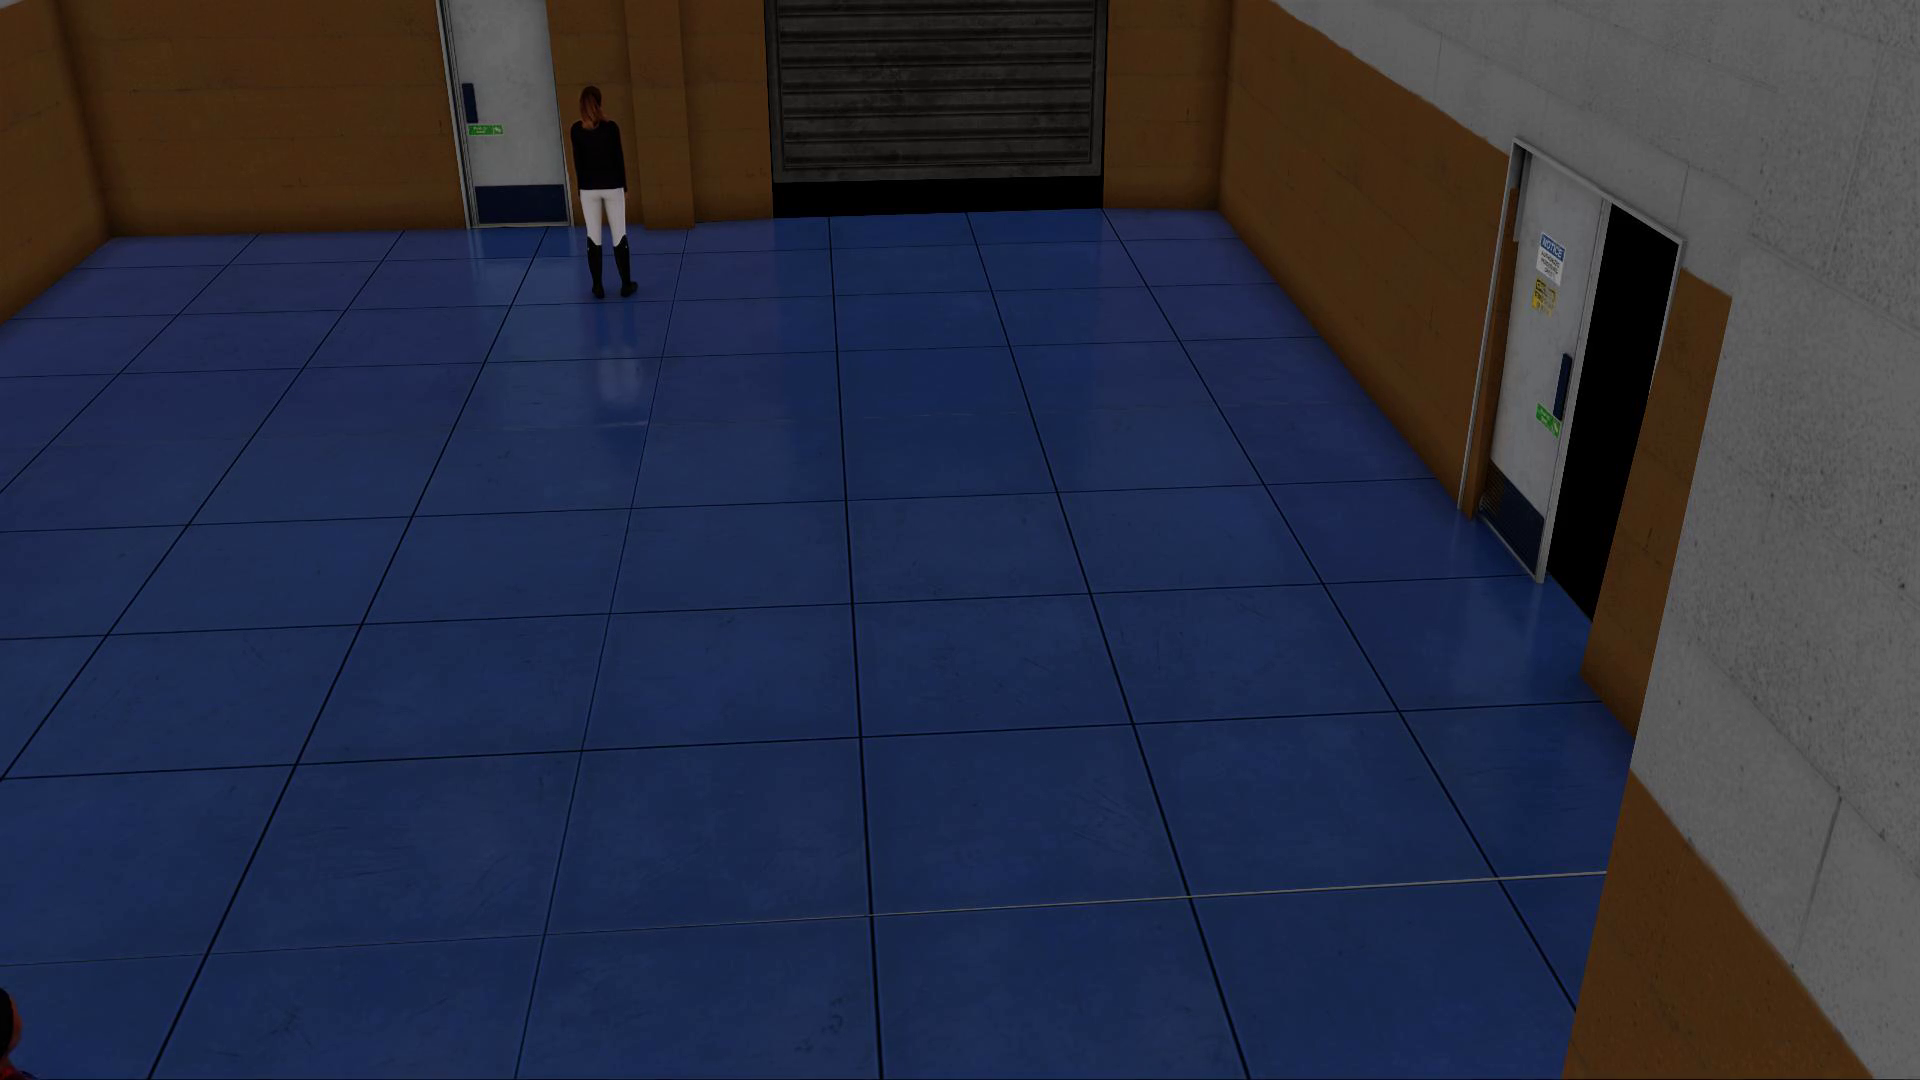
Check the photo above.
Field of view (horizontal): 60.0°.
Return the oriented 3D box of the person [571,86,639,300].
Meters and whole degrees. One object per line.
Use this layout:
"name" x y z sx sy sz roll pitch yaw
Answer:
"person" -2.923 -2.833 13.581 0.486 1.729 0.615 -3 27 -6
